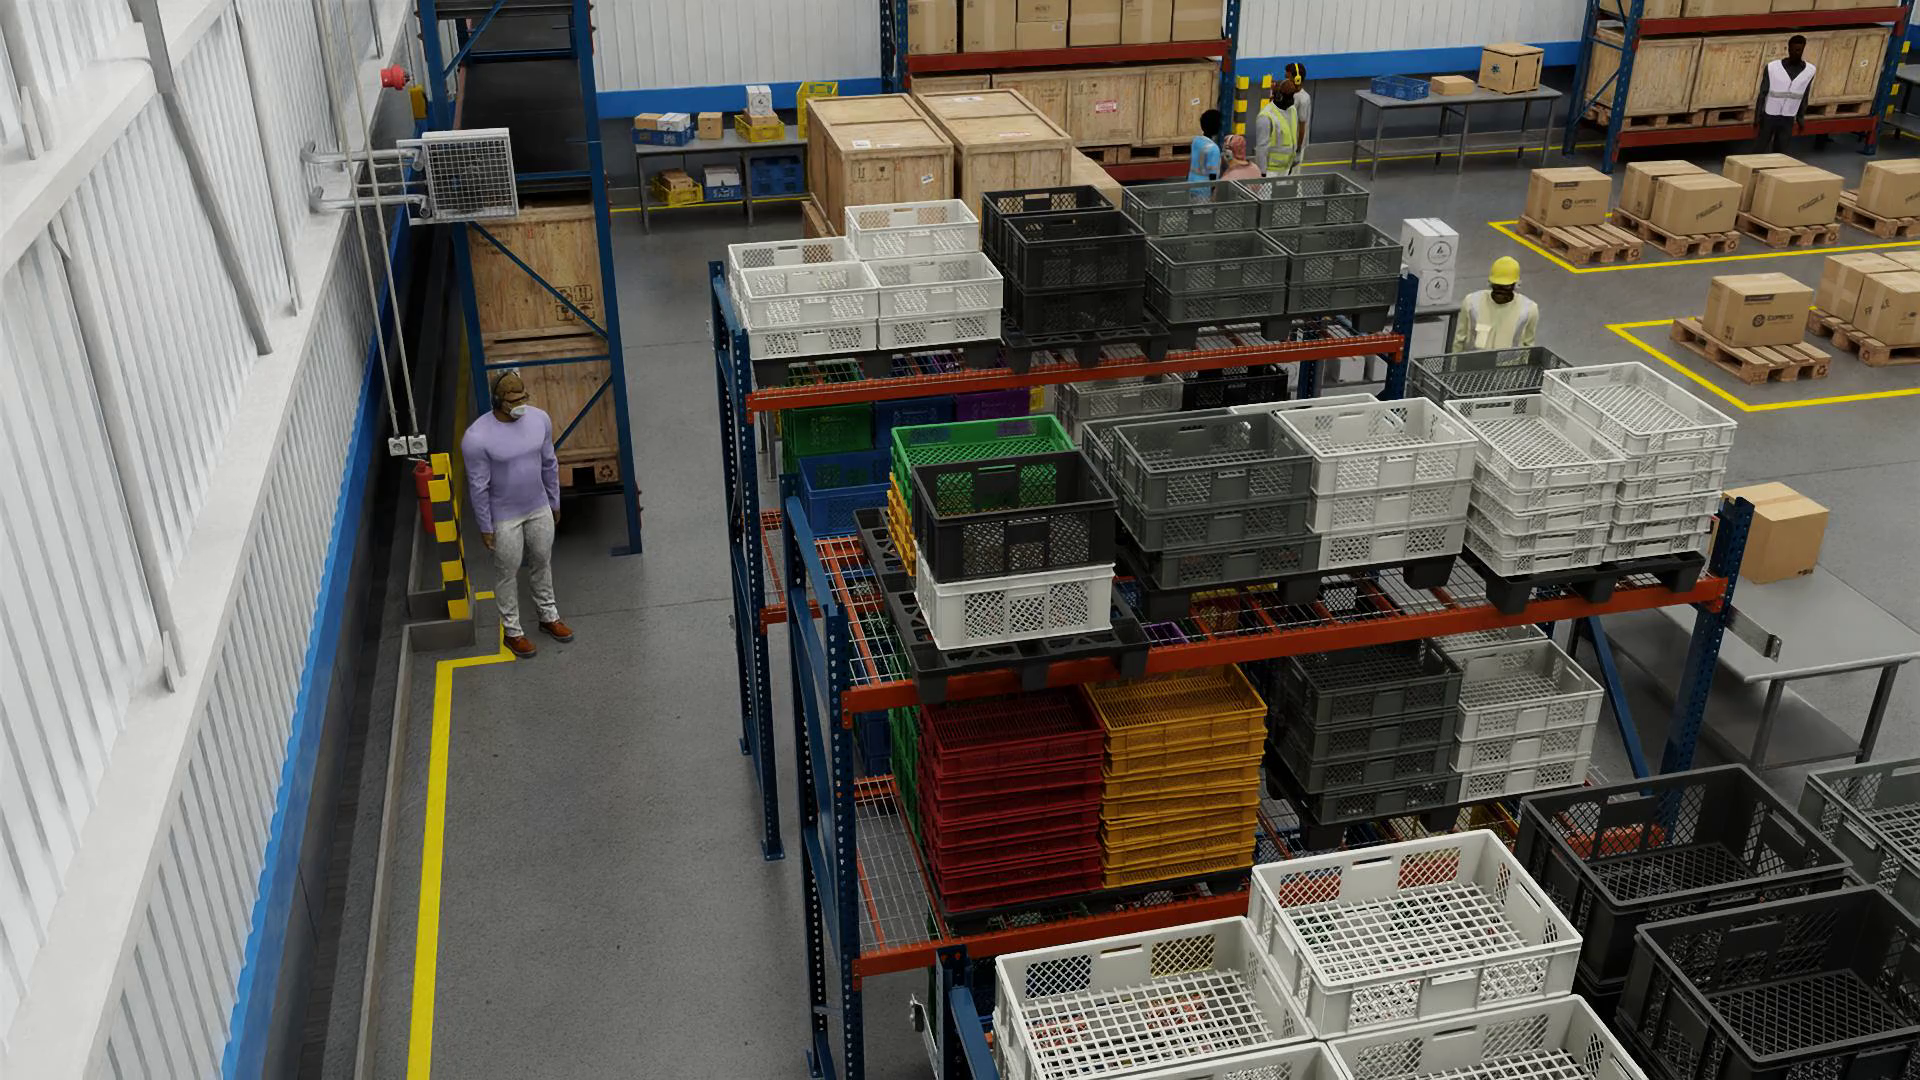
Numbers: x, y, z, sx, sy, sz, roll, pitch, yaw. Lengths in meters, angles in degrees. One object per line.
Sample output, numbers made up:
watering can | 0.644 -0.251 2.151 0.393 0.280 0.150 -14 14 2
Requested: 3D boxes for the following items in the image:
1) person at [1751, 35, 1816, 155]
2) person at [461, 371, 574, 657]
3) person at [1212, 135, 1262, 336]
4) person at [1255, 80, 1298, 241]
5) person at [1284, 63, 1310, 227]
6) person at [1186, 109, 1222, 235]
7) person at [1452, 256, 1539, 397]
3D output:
person | 9.774 -5.048 19.840 0.587 1.920 0.392 3 28 6
person | -2.803 -0.180 10.594 0.375 1.933 0.625 24 36 37
person | 2.559 -2.891 15.768 0.404 1.902 0.636 18 33 30
person | 3.433 -4.083 18.106 0.431 1.835 0.624 23 36 37
person | 3.749 -4.424 18.729 0.330 1.858 0.517 -2 28 -5
person | 2.553 -3.678 17.484 0.320 1.688 0.541 -6 28 -11
person | 4.092 -1.309 12.836 0.591 1.834 0.404 10 29 17
